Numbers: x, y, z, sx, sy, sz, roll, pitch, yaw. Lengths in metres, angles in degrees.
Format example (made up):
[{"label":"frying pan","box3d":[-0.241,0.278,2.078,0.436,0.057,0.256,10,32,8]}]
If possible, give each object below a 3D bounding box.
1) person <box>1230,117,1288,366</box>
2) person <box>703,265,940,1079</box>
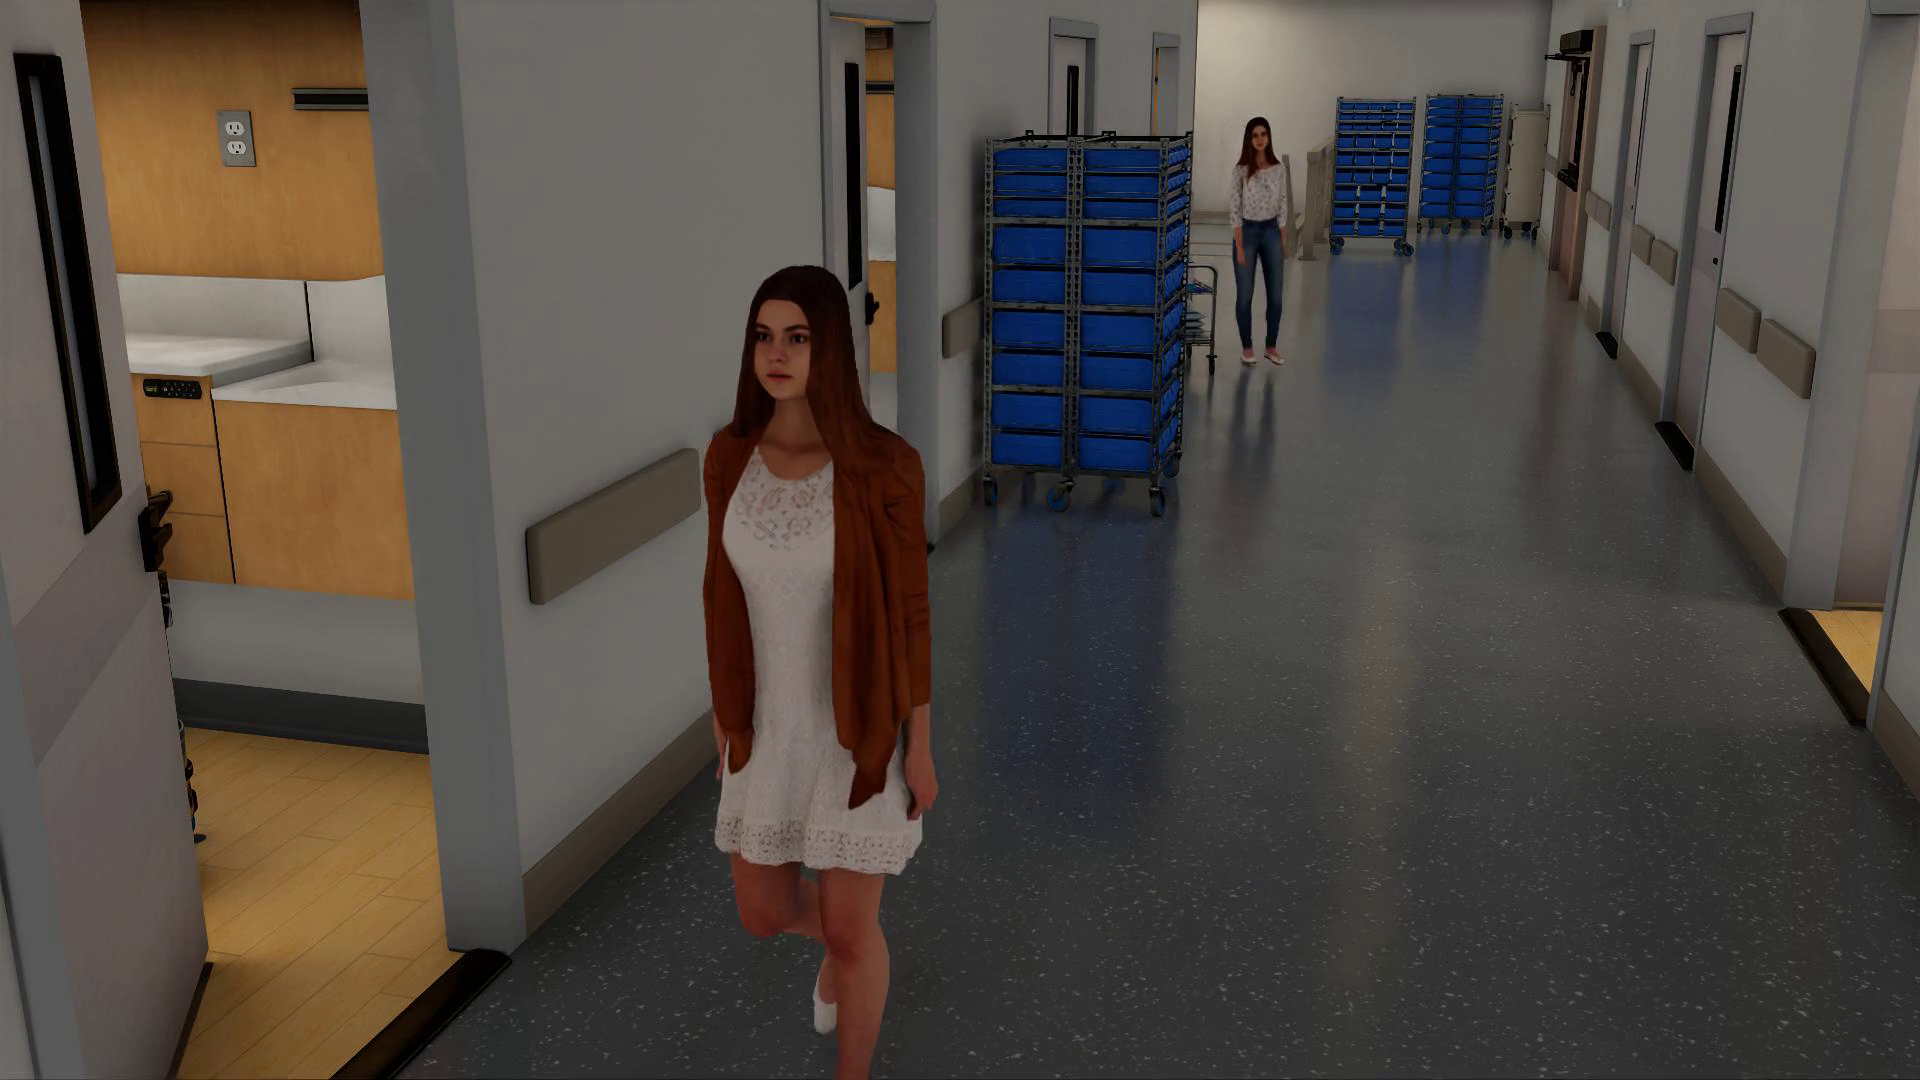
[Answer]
[{"label":"person","box3d":[2.078,-2.109,11.791,0.704,1.712,0.805,-1,16,-5]},{"label":"person","box3d":[-0.231,0.331,3.145,0.633,1.706,0.816,5,16,16]}]
